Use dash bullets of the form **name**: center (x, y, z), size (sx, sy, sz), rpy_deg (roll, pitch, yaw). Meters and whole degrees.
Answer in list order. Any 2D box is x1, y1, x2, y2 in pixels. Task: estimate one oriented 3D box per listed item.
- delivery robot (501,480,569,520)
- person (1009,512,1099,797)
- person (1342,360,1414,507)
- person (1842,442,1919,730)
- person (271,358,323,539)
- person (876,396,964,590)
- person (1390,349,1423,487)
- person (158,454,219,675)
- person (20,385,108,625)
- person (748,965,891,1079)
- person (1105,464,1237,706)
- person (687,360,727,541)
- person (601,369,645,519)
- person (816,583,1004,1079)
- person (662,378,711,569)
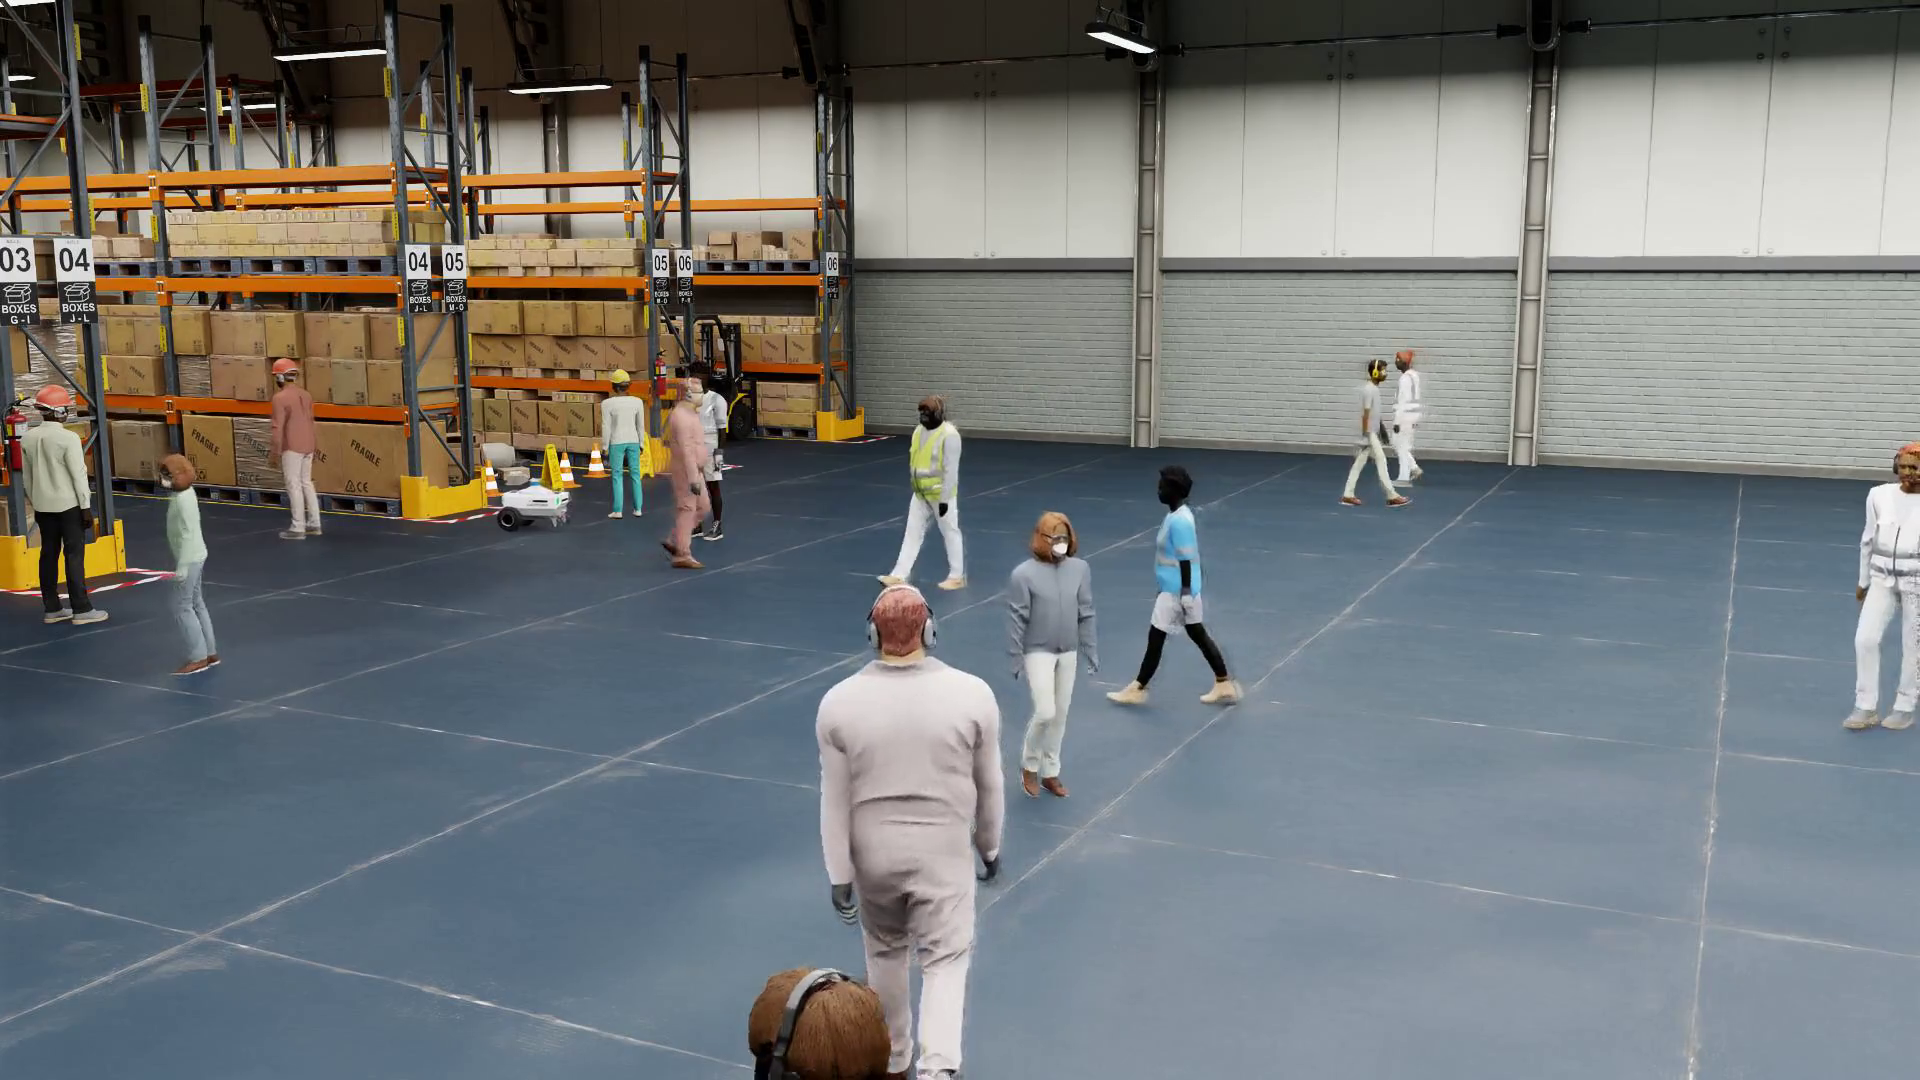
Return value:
- **delivery robot**: center (-4.805, -0.434, 18.831), size (0.707, 0.478, 0.477), rpy_deg (1, 9, 9)
- **person**: center (0.526, 0.646, 9.251), size (0.501, 1.620, 0.356), rpy_deg (-5, 11, -30)
- **person**: center (5.205, -1.315, 20.616), size (0.934, 1.825, 0.544), rpy_deg (3, 10, 17)
- **person**: center (5.928, 0.313, 10.518), size (0.708, 1.860, 0.622), rpy_deg (-7, 12, -37)
- **person**: center (-7.320, -0.999, 18.248), size (0.434, 1.979, 0.630), rpy_deg (2, 9, 12)
- **person**: center (-0.312, -0.397, 15.077), size (0.935, 1.794, 0.661), rpy_deg (-8, 12, -40)
- **person**: center (5.989, -1.642, 22.488), size (0.413, 1.870, 0.617), rpy_deg (4, 10, 25)
- **person**: center (-5.666, 0.179, 12.181), size (0.290, 1.632, 0.527), rpy_deg (-4, 10, -21)
- **person**: center (-7.468, -0.288, 13.818), size (0.608, 1.995, 0.377), rpy_deg (3, 10, 16)
- **person**: center (-0.128, 1.605, 2.761), size (0.644, 1.827, 0.657), rpy_deg (7, 12, 38)
- **person**: center (1.474, 0.312, 11.190), size (0.883, 1.653, 0.543), rpy_deg (1, 9, 6)
- **person**: center (-2.809, -0.978, 18.135), size (0.607, 1.966, 0.367), rpy_deg (5, 11, 30)
- **person**: center (-3.985, -1.131, 19.677), size (0.533, 1.772, 0.298), rpy_deg (-6, 11, -32)
- **person**: center (-0.172, 1.092, 5.721), size (0.634, 1.880, 0.857), rpy_deg (1, 9, 5)
- **person**: center (-2.665, -0.650, 16.372), size (0.424, 1.896, 0.653), rpy_deg (0, 9, -1)
